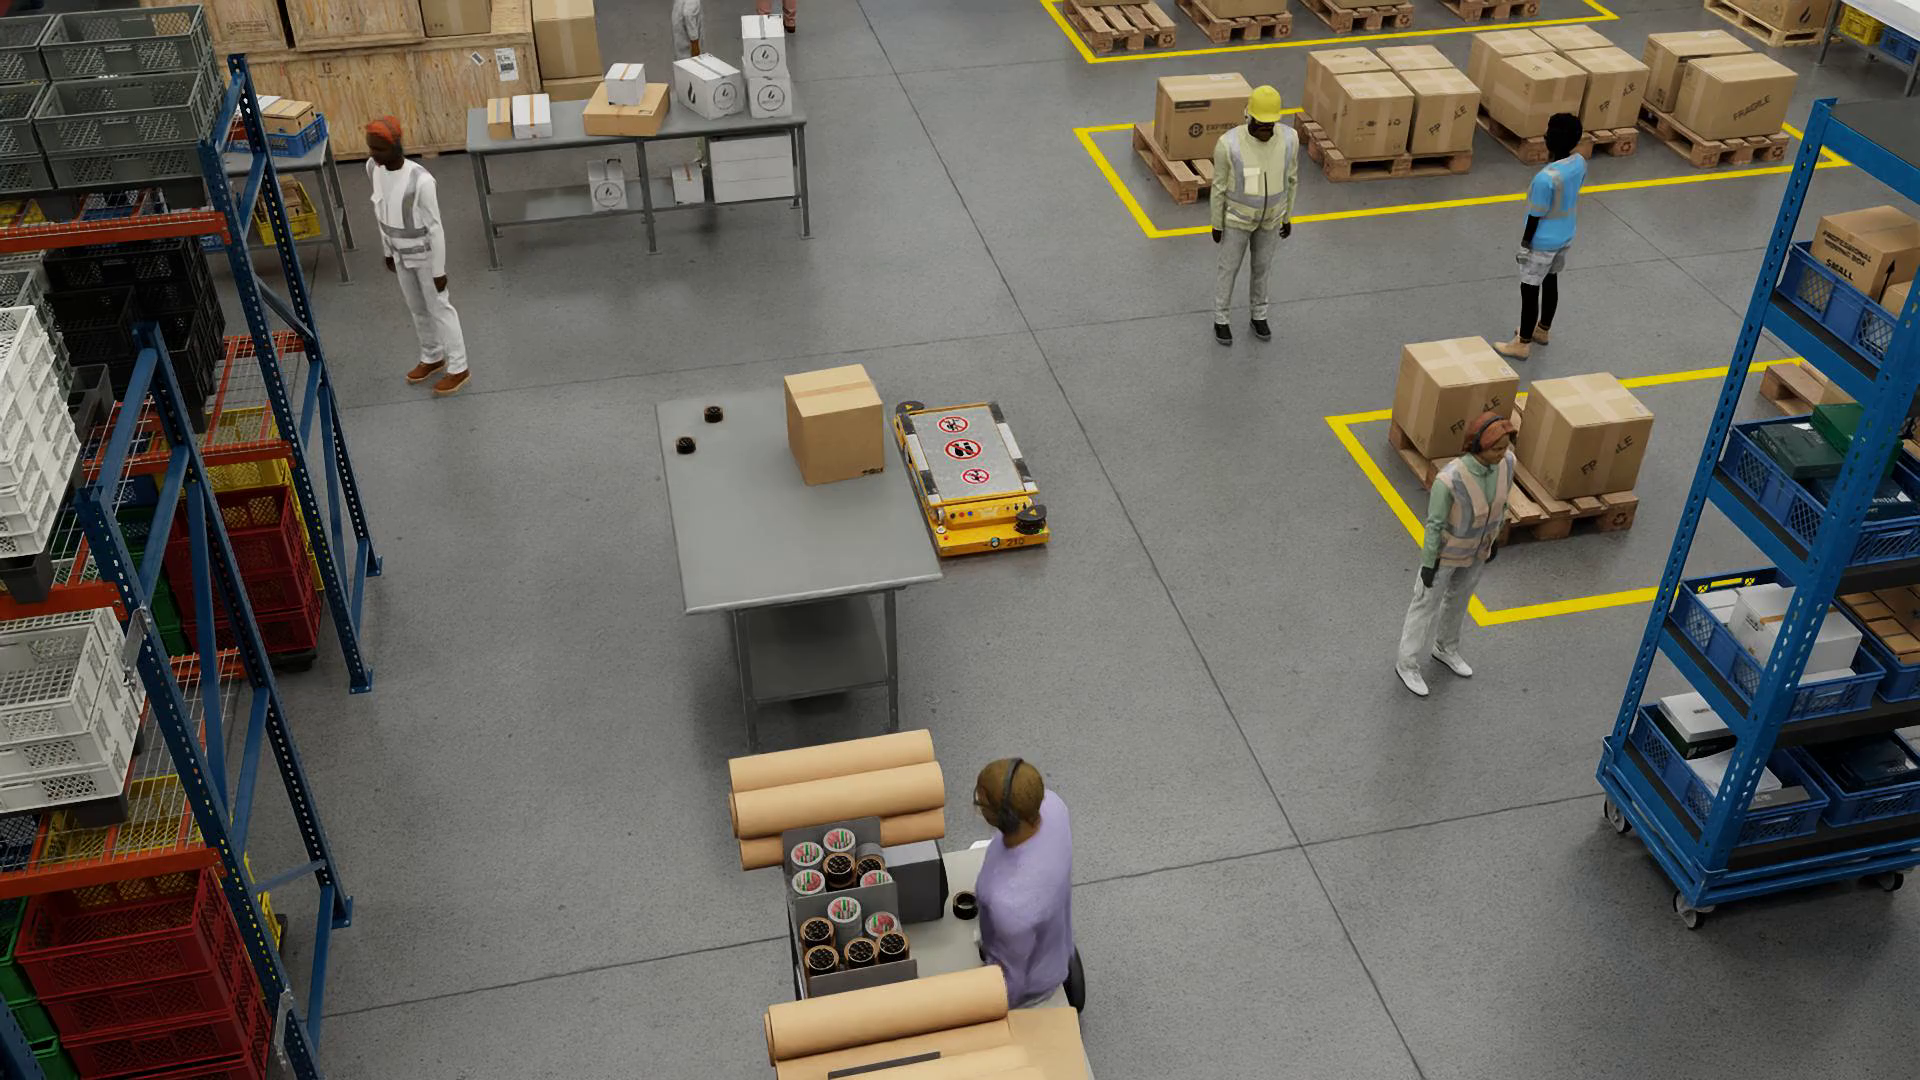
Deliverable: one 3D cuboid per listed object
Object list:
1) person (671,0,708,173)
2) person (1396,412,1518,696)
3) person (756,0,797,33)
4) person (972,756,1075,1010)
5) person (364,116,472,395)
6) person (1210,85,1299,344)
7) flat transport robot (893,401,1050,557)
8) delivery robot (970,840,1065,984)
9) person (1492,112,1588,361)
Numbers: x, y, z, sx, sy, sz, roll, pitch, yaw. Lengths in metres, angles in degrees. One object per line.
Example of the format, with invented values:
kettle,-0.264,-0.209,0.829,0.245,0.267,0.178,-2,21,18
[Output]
person,-2.160,-3.723,13.207,0.328,1.870,0.510,-8,37,-11
person,2.493,0.059,8.320,0.519,1.632,0.315,-19,41,-24
person,-1.849,-5.812,15.980,0.643,1.911,0.410,-21,41,-25
person,0.222,1.535,6.092,0.385,1.931,0.639,9,38,12
person,-3.479,-1.815,10.638,0.577,1.878,0.347,23,42,28
person,1.966,-2.179,11.171,0.589,1.825,0.403,-7,37,-9
flat transport robot,0.046,-0.430,10.108,0.652,0.197,1.431,-8,37,-10
delivery robot,0.234,1.591,7.081,0.477,0.478,0.707,-5,37,-6
person,3.893,-2.015,11.059,0.322,1.690,0.532,31,46,34
